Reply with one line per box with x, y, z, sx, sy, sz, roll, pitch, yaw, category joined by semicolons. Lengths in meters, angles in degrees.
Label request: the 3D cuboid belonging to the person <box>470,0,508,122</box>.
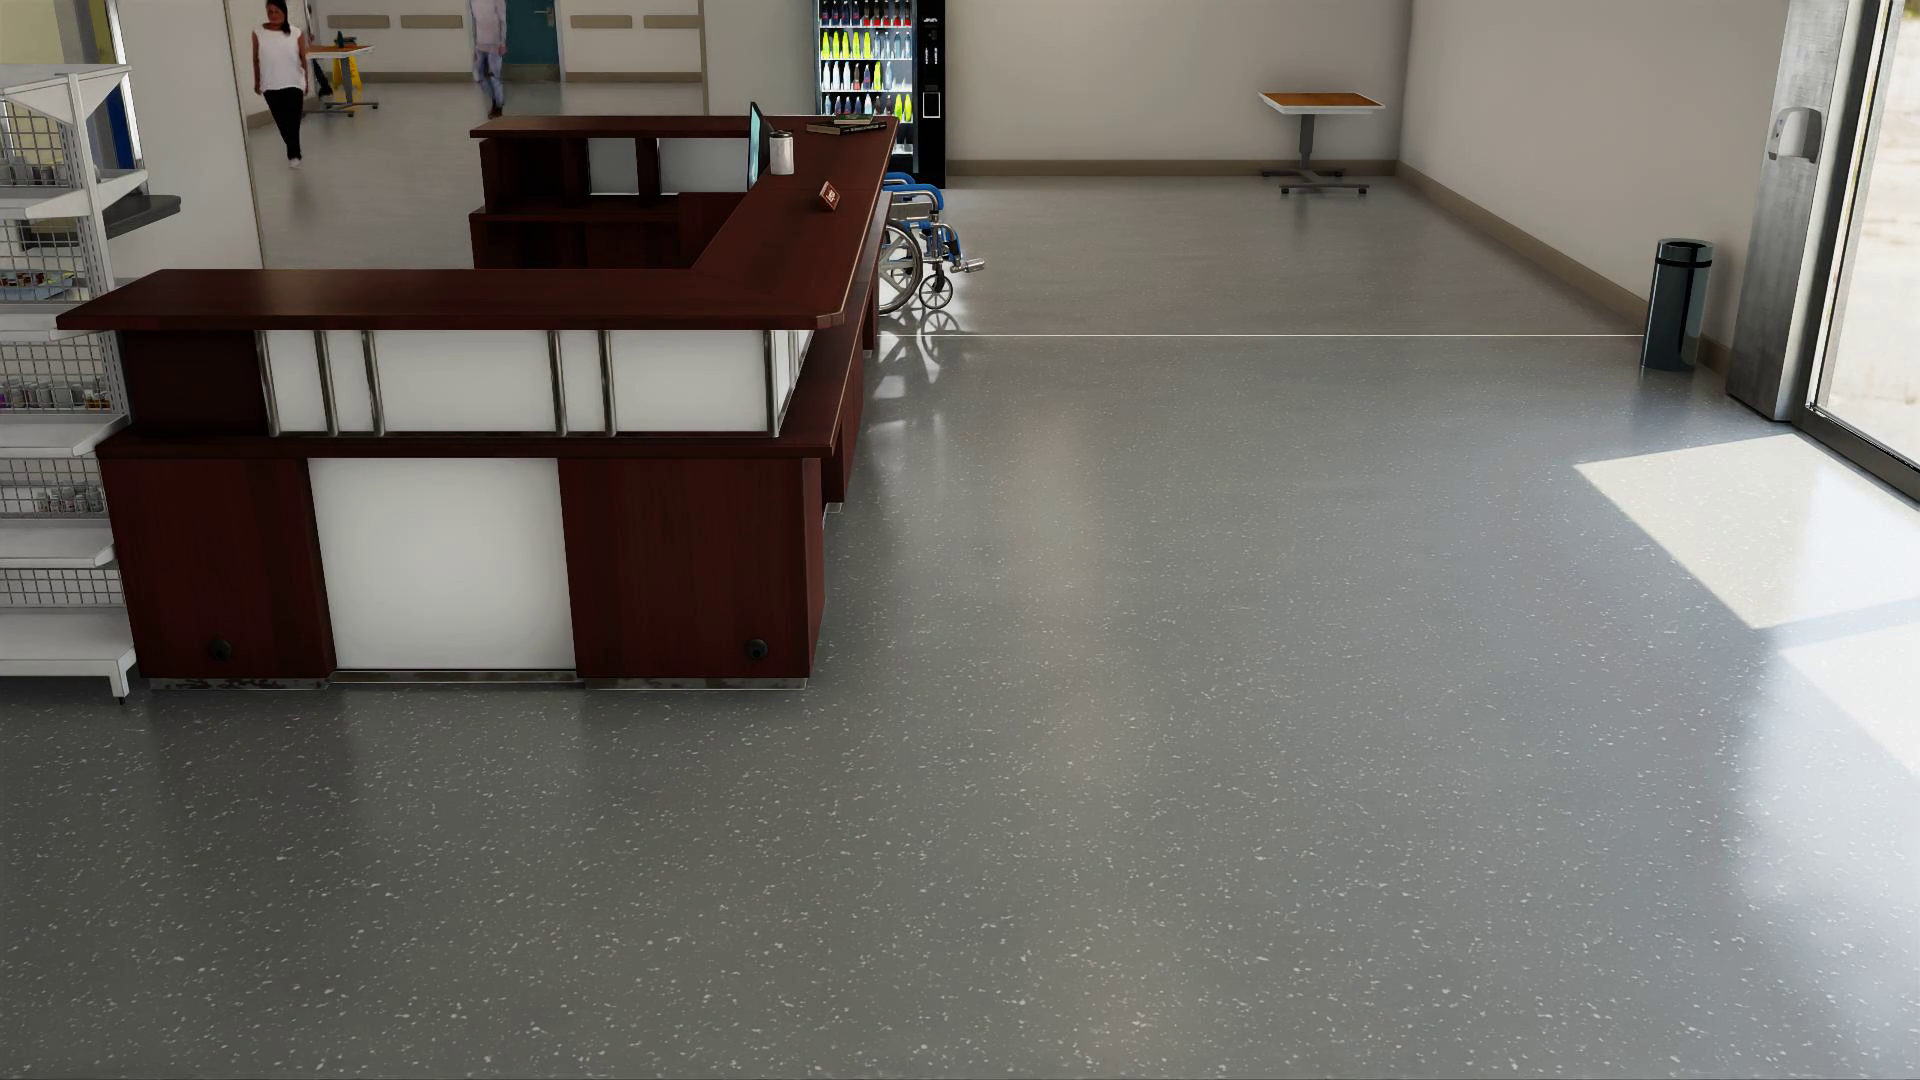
-5.823;-6.183;20.755;0.734;1.831;0.857;9;23;22;person

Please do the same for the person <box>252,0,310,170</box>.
-6.860;-4.616;16.874;1.036;1.648;0.753;-2;21;-4;person

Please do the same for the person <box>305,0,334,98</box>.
-9.055;-7.004;22.941;1.288;1.816;0.821;5;21;13;person
